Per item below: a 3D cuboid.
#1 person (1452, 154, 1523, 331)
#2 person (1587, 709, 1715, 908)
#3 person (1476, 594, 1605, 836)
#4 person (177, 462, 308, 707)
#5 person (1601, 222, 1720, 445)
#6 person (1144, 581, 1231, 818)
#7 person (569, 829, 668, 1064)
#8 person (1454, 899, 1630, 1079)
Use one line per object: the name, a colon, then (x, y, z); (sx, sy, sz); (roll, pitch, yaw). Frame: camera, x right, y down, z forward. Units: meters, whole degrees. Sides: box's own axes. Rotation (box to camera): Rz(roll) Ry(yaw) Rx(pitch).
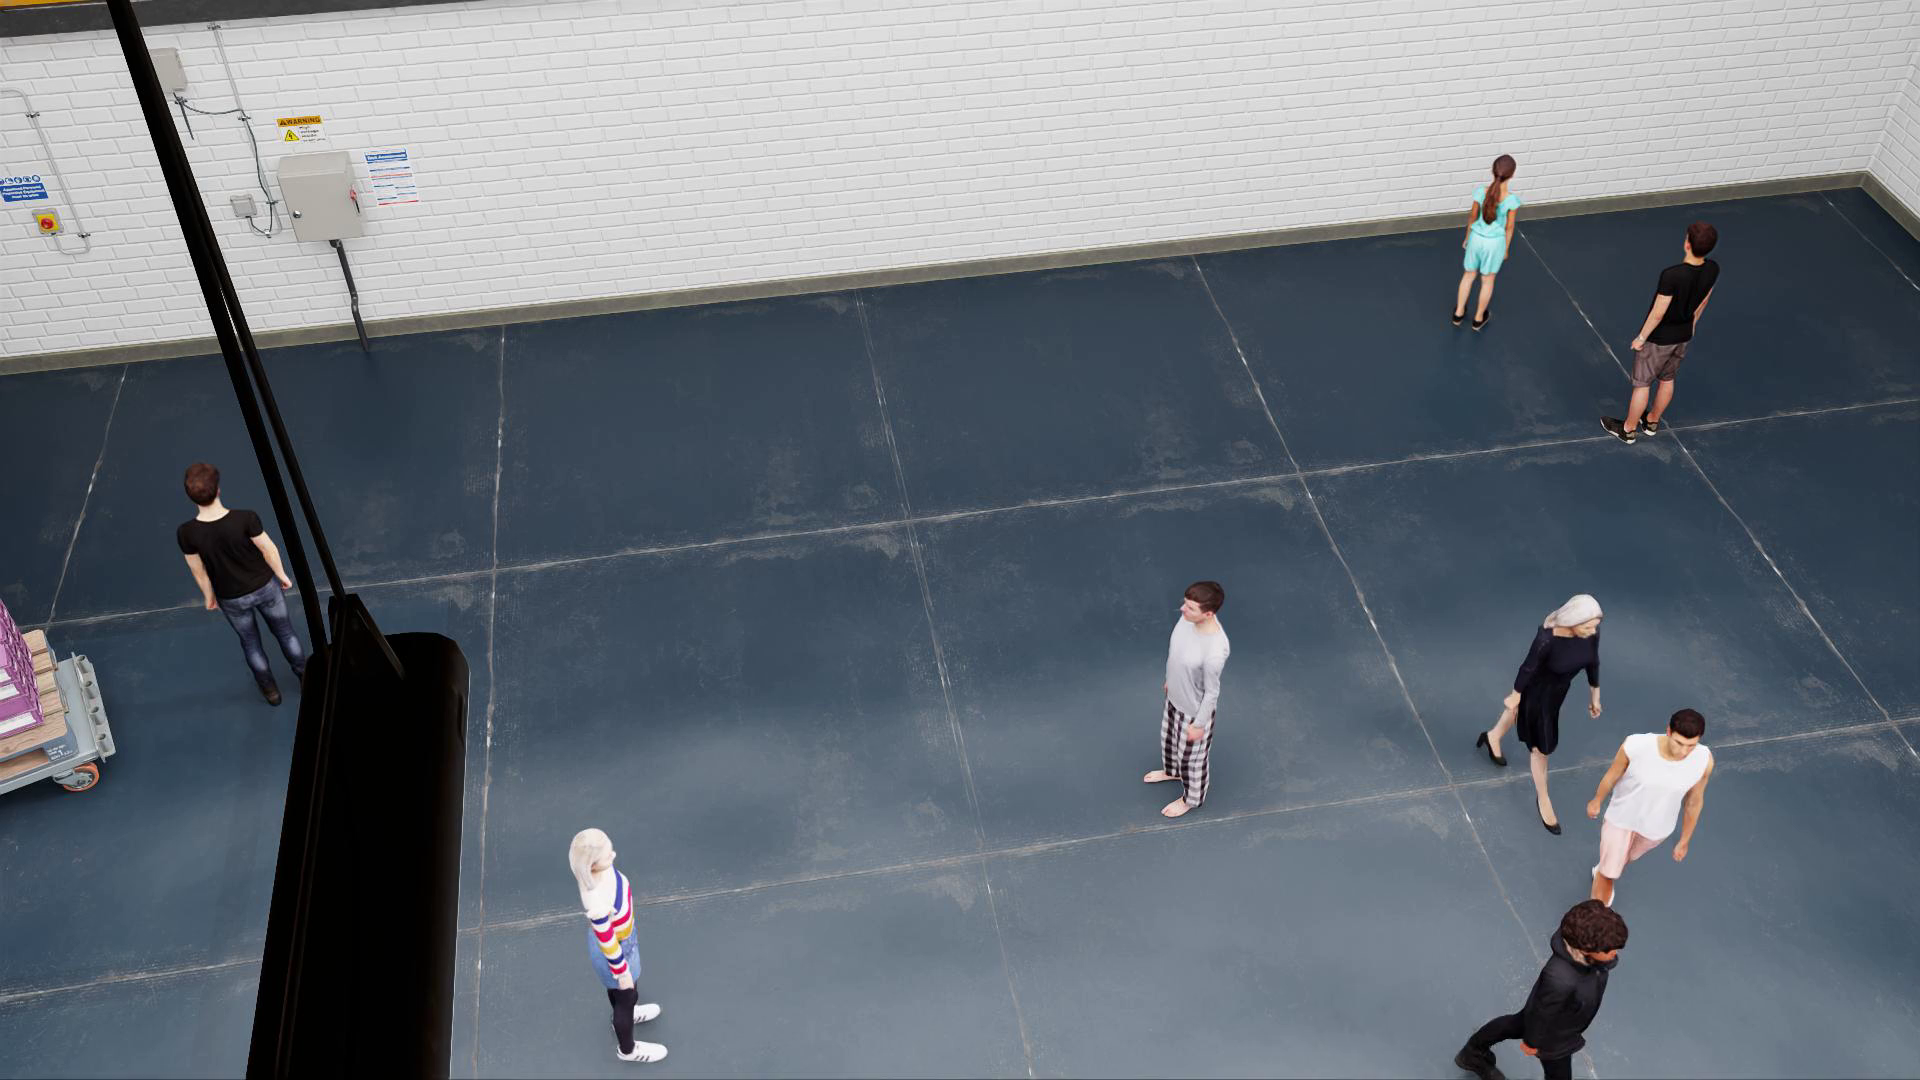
person: (4.246, -2.393, 13.392); (0.664, 1.559, 0.723); (25, 49, 24)
person: (3.772, 1.456, 9.209); (0.912, 1.756, 1.115); (9, 44, 9)
person: (3.403, 0.862, 9.864); (0.843, 1.713, 1.120); (-23, 48, -22)
person: (-4.431, 0.296, 10.325); (0.725, 1.896, 0.655); (-16, 46, -17)
person: (5.212, -1.521, 12.257); (0.731, 1.861, 0.640); (-15, 46, -15)
person: (1.355, 0.911, 9.715); (0.706, 1.847, 0.506); (-12, 45, -12)
person: (-1.783, 2.065, 8.532); (0.725, 1.808, 0.456); (-10, 44, -10)
person: (2.890, 2.328, 8.306); (1.141, 1.738, 1.079); (27, 50, 25)
